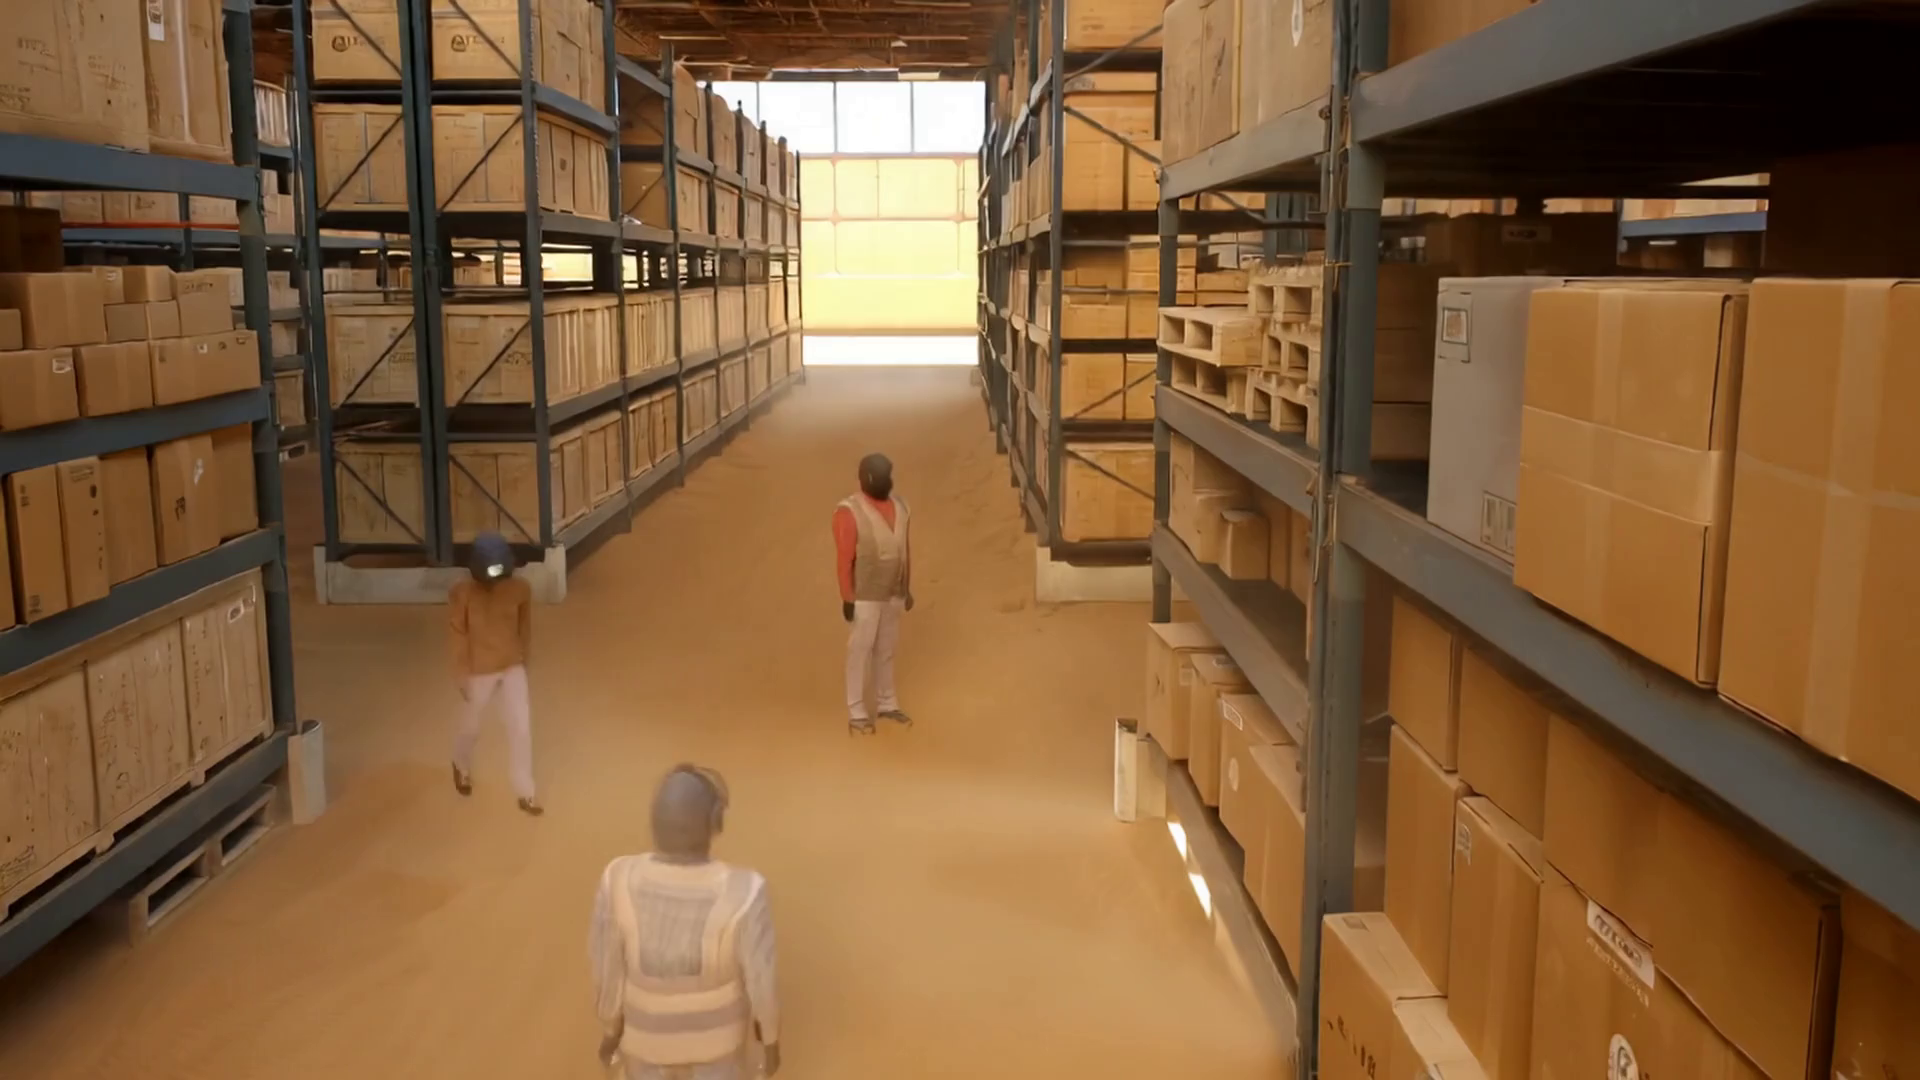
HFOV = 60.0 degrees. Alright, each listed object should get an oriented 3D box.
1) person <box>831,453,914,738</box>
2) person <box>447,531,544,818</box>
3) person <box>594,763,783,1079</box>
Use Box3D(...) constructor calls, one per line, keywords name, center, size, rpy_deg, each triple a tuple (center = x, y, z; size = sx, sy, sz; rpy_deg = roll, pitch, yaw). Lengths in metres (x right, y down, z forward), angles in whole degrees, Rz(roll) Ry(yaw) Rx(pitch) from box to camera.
Box3D(name="person", center=(-0.540, 0.349, 10.894), size=(0.429, 1.844, 0.626), rpy_deg=(8, 12, 41))
Box3D(name="person", center=(-2.645, 0.723, 9.320), size=(0.505, 1.603, 0.713), rpy_deg=(-6, 11, -34))
Box3D(name="person", center=(-0.773, 1.444, 4.820), size=(0.544, 1.622, 0.395), rpy_deg=(2, 10, 13))
